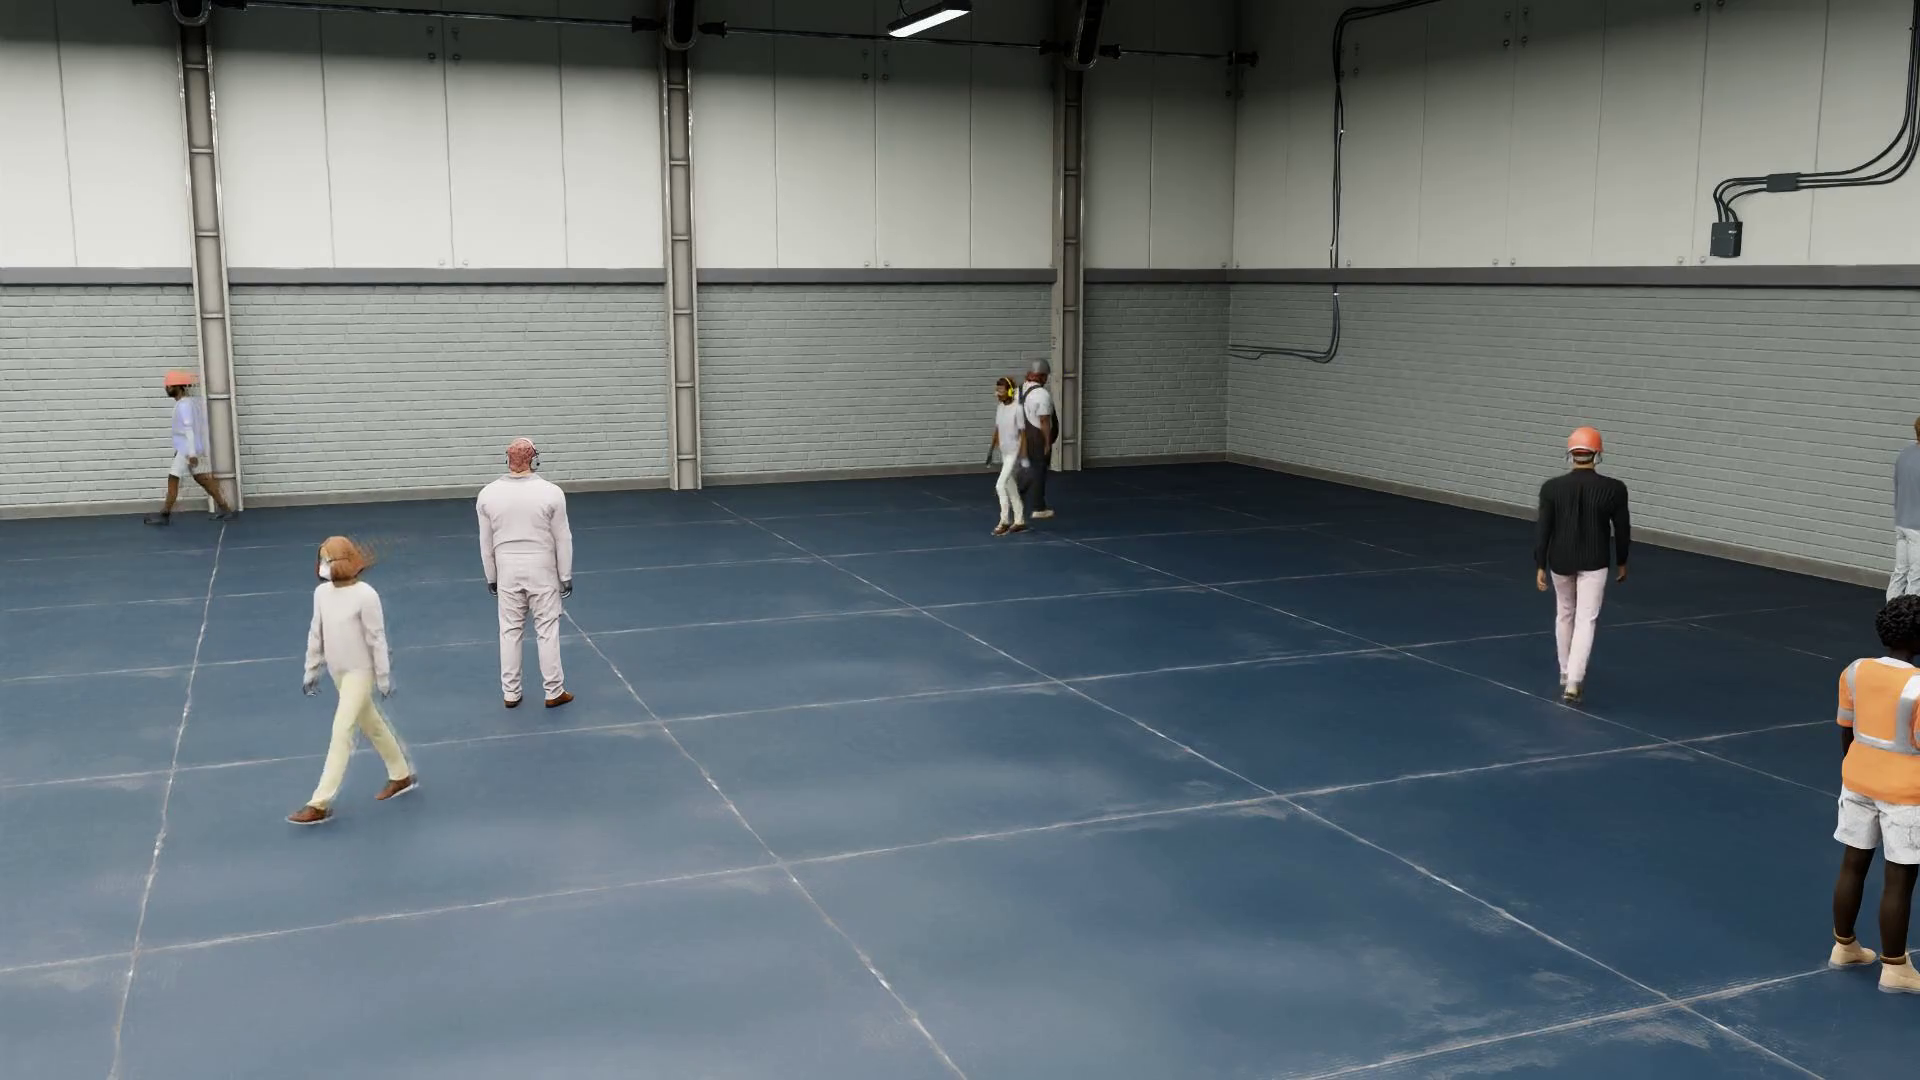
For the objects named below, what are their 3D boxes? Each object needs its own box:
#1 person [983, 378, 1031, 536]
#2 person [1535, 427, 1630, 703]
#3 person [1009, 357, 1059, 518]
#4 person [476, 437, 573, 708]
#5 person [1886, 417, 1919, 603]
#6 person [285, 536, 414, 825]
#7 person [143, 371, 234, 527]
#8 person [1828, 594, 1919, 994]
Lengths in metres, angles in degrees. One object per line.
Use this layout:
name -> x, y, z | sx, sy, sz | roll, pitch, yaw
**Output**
person -> 0.504, -0.972, 19.462 | 0.714, 1.834, 0.556 | -4, 10, -25
person -> 4.461, 0.167, 11.971 | 0.608, 1.956, 0.990 | 5, 11, 31
person -> 0.975, -1.282, 20.764 | 0.551, 2.000, 0.711 | -5, 10, -28
person -> -3.022, 0.235, 11.662 | 0.643, 1.909, 0.410 | 0, 9, 2
person -> 7.786, -0.071, 13.481 | 0.372, 1.940, 0.630 | 0, 9, 3
person -> -3.464, 0.760, 9.359 | 0.515, 1.576, 0.882 | 6, 11, 34
person -> -9.397, -1.117, 20.233 | 1.007, 1.889, 0.564 | -4, 10, -22
person -> 3.968, 1.068, 7.087 | 0.319, 1.696, 0.532 | -3, 9, -17
